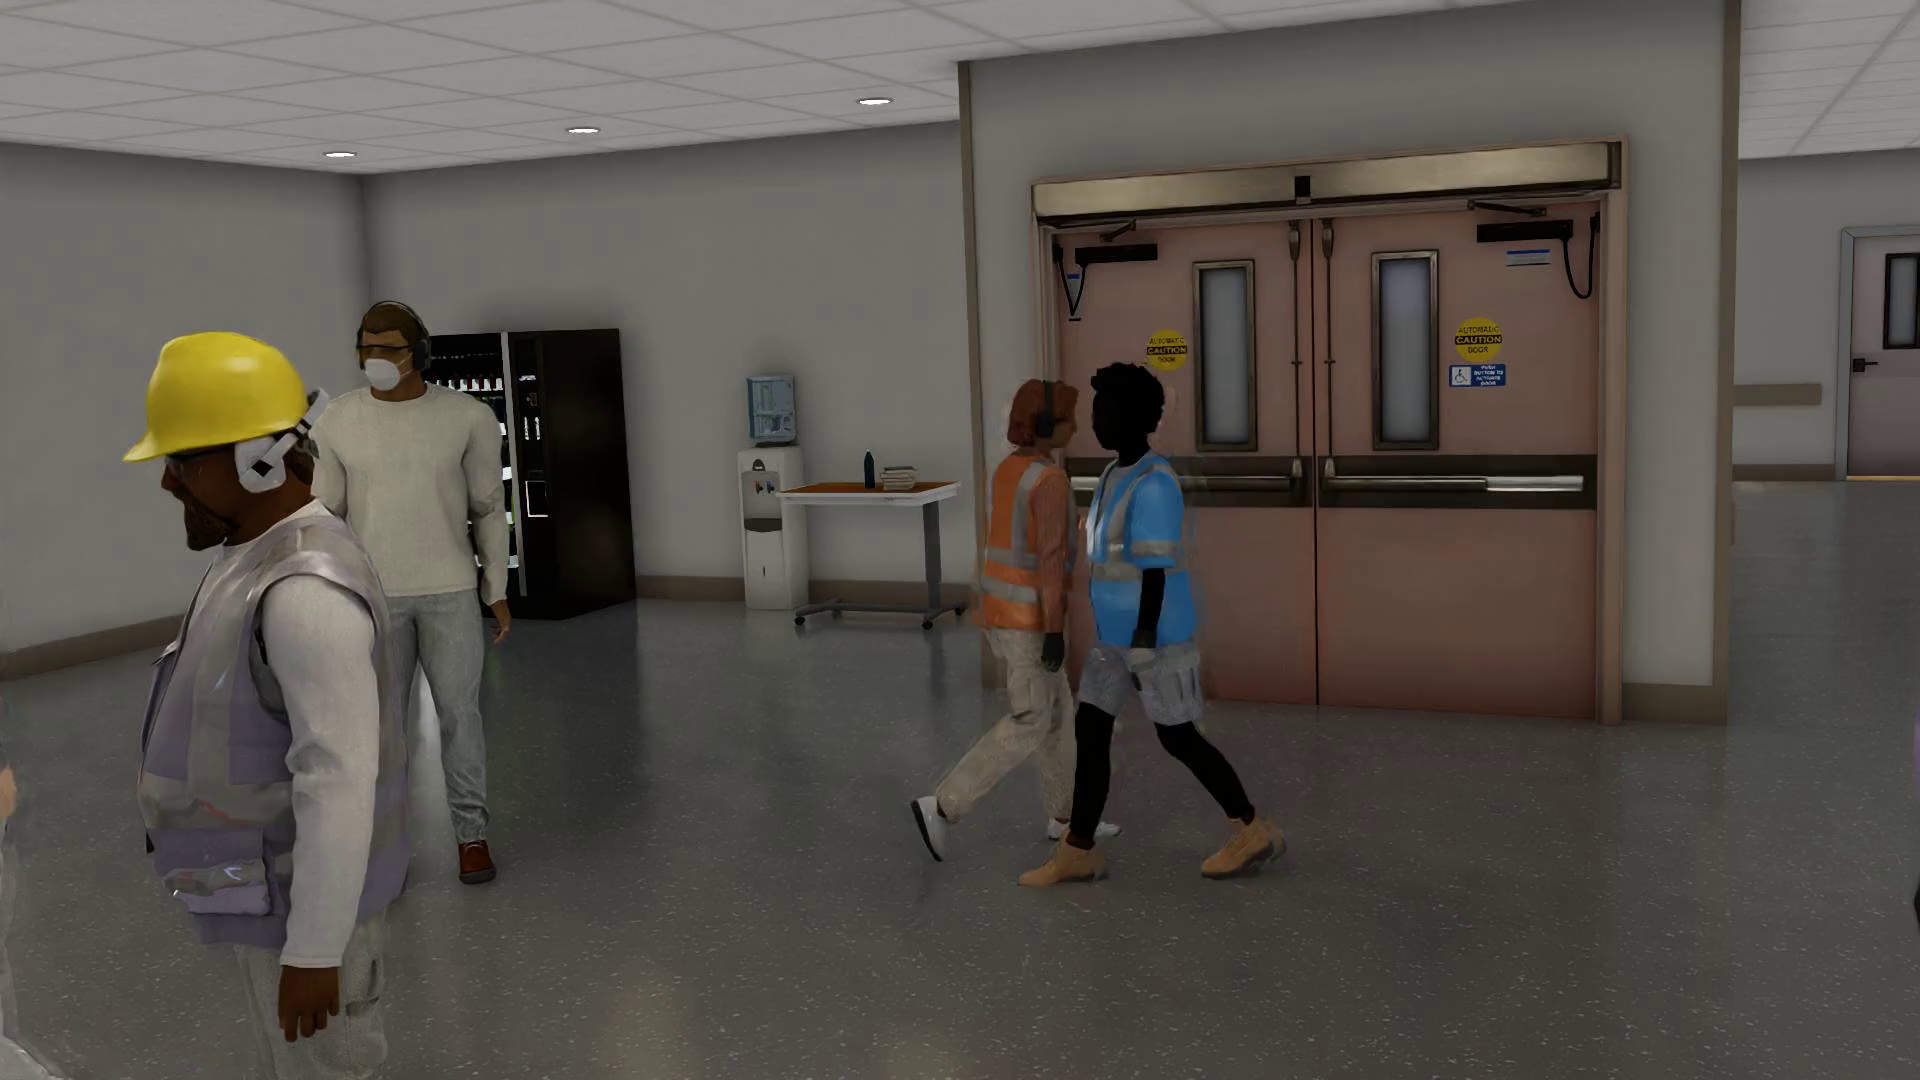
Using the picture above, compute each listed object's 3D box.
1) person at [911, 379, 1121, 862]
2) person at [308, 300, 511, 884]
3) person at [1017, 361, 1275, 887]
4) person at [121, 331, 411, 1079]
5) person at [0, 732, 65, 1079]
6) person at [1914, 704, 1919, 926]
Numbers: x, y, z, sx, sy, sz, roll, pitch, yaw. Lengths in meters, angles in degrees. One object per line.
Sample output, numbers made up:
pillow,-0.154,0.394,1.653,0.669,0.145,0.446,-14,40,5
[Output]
person,0.161,0.271,5.505,0.711,1.607,0.551,-4,8,-15
person,-1.798,0.188,5.485,0.633,1.936,0.355,-4,8,-14
person,0.597,0.278,5.181,0.817,1.676,0.537,-4,8,-13
person,-1.116,0.572,2.749,0.403,1.826,0.586,-7,9,-30
person,-2.145,0.613,3.535,0.474,1.629,0.519,-1,7,7
person,1.735,0.461,2.405,0.638,1.909,0.408,1,8,22
